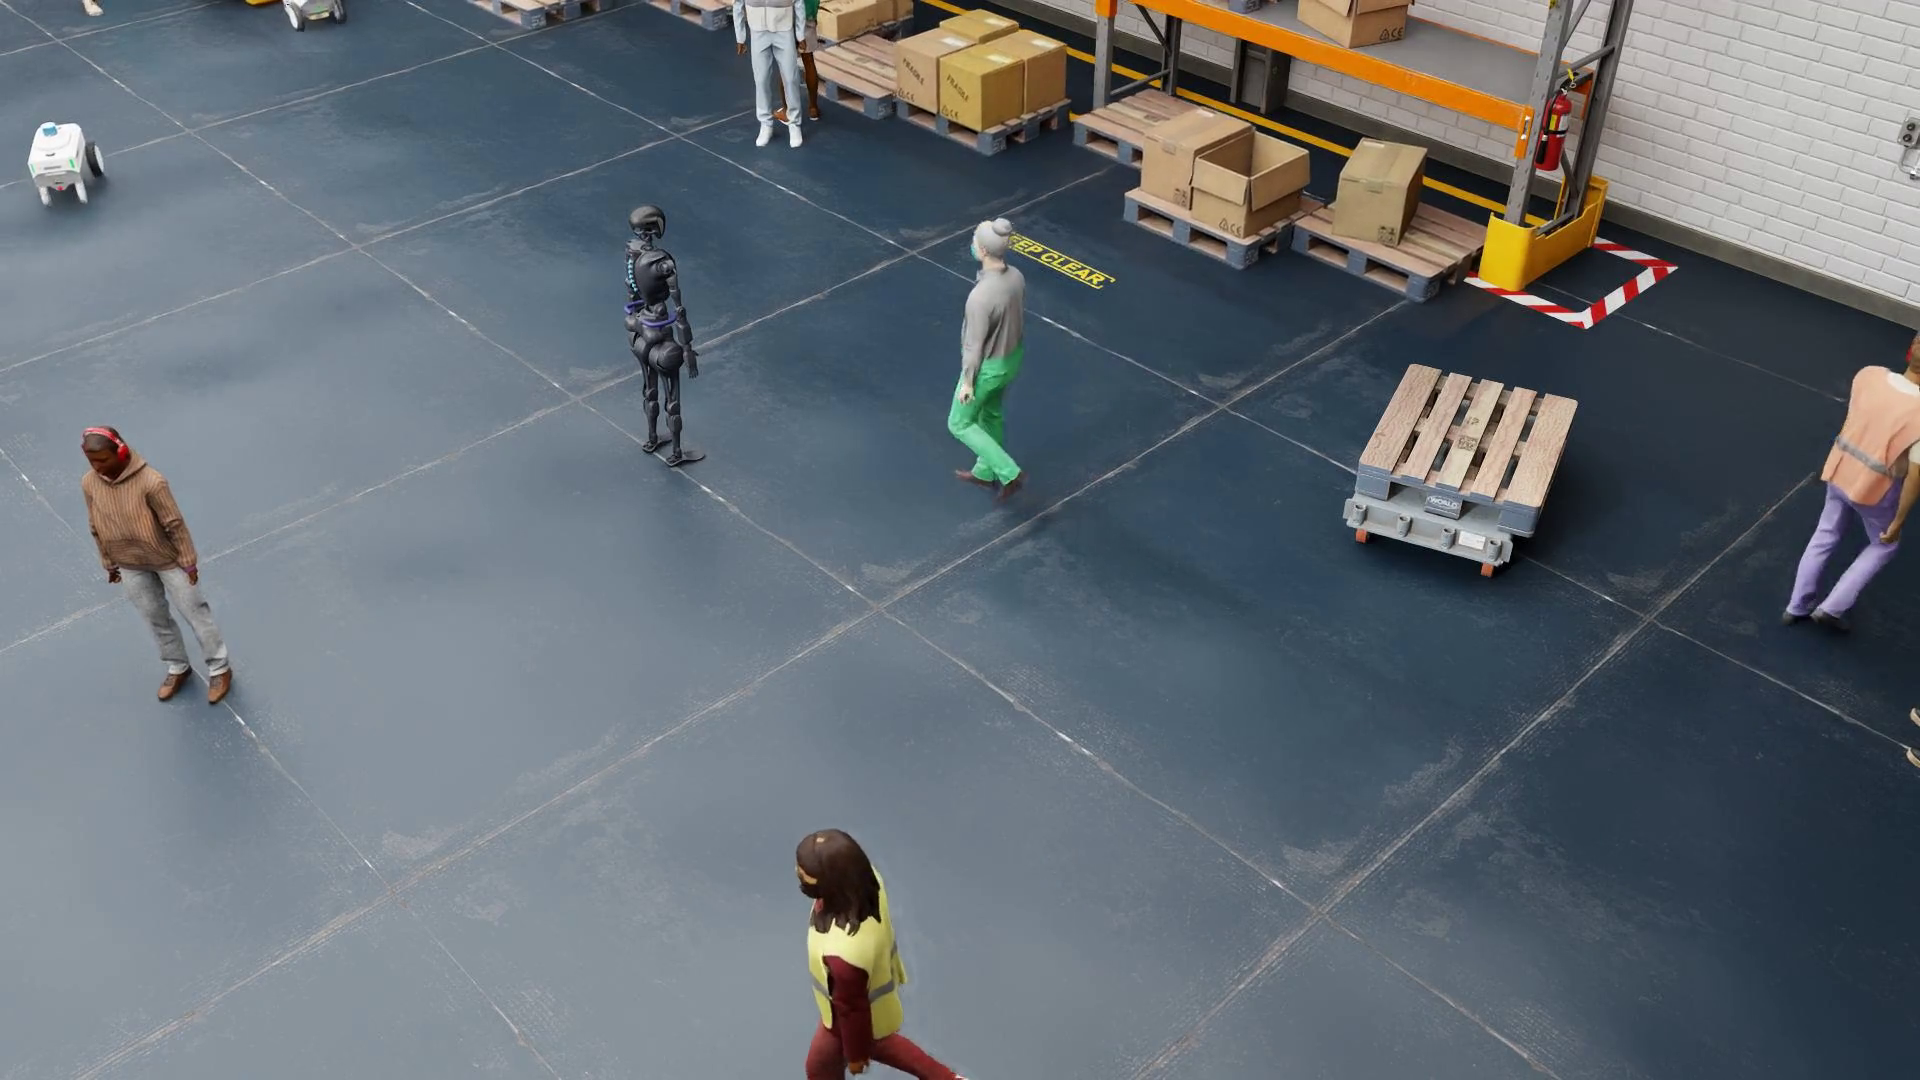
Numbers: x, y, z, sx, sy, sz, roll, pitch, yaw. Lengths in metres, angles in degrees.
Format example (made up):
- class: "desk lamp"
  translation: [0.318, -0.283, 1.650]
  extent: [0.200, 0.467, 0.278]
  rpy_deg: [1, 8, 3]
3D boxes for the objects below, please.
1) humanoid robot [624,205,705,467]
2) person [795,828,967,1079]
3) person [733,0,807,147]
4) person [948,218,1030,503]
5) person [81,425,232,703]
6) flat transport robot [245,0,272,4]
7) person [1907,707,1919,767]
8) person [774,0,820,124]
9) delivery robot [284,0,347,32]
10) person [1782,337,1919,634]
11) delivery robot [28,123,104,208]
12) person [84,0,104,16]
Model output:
- class: "humanoid robot"
  translation: [-1.815, -1.239, 9.994]
  extent: [0.315, 1.657, 0.599]
  rpy_deg: [-28, 45, -32]
- class: "person"
  translation: [-0.329, 1.681, 6.087]
  extent: [0.737, 1.746, 0.493]
  rpy_deg: [1, 37, 1]
- class: "person"
  translation: [-1.563, -4.197, 13.734]
  extent: [0.595, 1.908, 0.409]
  rpy_deg: [0, 37, -1]
- class: "person"
  translation: [0.185, -1.021, 9.585]
  extent: [0.500, 1.833, 0.546]
  rpy_deg: [20, 41, 24]
- class: "person"
  translation: [-3.999, 0.107, 8.250]
  extent: [0.474, 1.646, 0.325]
  rpy_deg: [2, 37, 2]
- class: "flat transport robot"
  translation: [-7.424, -5.917, 17.366]
  extent: [1.431, 0.231, 0.659]
  rpy_deg: [31, 47, 34]
- class: "person"
  translation: [4.923, 0.287, 7.753]
  extent: [0.367, 1.956, 0.608]
  rpy_deg: [20, 41, 24]
- class: "person"
  translation: [-1.418, -4.439, 14.099]
  extent: [0.494, 1.850, 0.397]
  rpy_deg: [-13, 39, -16]
- class: "delivery robot"
  translation: [-6.437, -5.369, 16.418]
  extent: [0.499, 0.612, 0.794]
  rpy_deg: [-24, 43, -28]
- class: "person"
  translation: [4.698, -0.270, 8.599]
  extent: [0.469, 1.825, 0.584]
  rpy_deg: [-17, 40, -21]
- class: "delivery robot"
  translation: [-7.213, -3.057, 13.317]
  extent: [0.499, 0.564, 0.739]
  rpy_deg: [-11, 39, -15]
- class: "person"
  translation: [-9.003, -6.239, 16.379]
  extent: [0.623, 1.989, 0.947]
  rpy_deg: [-31, 47, -34]
